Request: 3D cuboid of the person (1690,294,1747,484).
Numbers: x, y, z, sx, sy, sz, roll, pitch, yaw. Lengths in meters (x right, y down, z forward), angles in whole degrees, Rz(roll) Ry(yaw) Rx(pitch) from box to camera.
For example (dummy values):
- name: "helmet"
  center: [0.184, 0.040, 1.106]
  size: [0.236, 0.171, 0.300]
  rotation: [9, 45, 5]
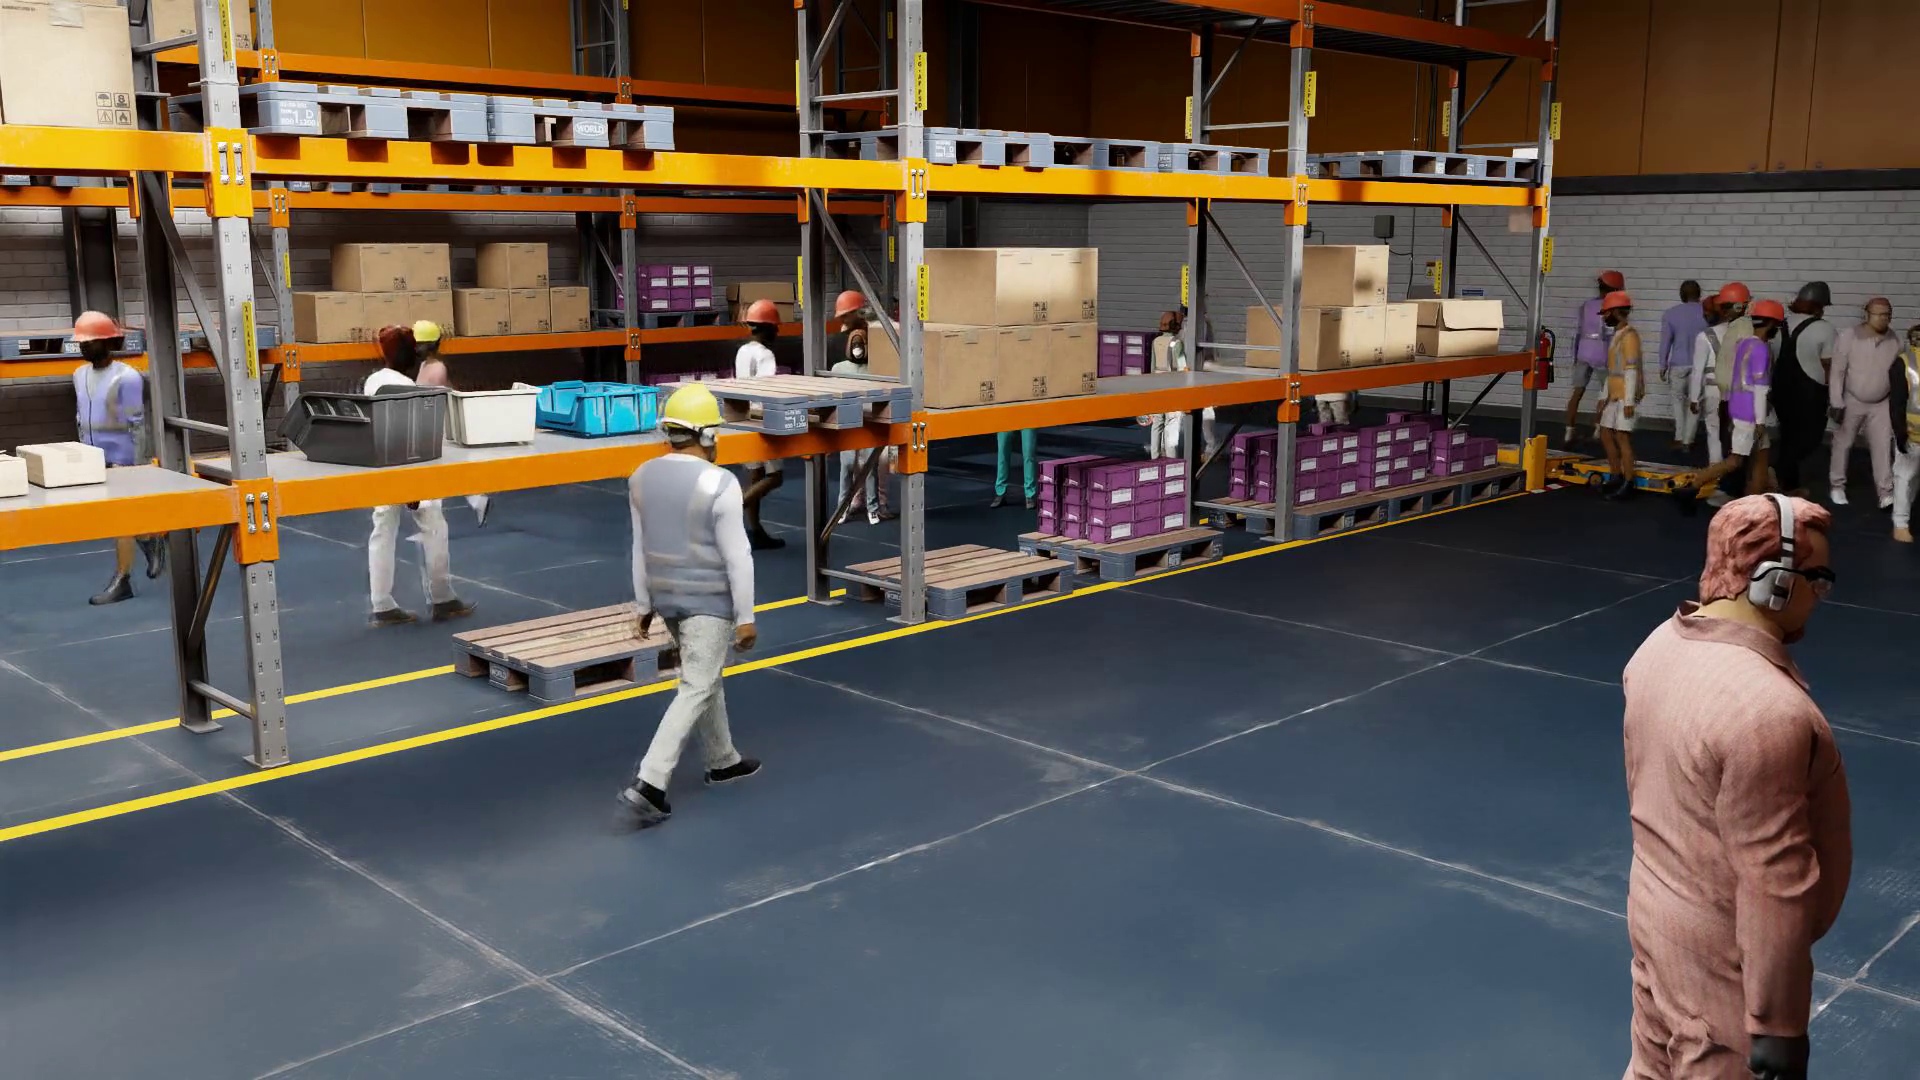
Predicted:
- name: "person"
  center: [7.138, -1.362, 15.596]
  size: [0.631, 1.867, 0.398]
  rotation: [-2, 11, -12]

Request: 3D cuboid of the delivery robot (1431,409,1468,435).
- name: "delivery robot"
  center: [5.077, -1.163, 17.786]
  size: [0.477, 0.478, 0.707]
  rotation: [-6, 12, -29]

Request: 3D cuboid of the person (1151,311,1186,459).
- name: "person"
  center: [2.134, -1.515, 17.006]
  size: [0.310, 1.638, 0.514]
  rotation: [-6, 12, -30]

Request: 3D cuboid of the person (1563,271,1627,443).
- name: "person"
  center: [7.372, -2.108, 19.282]
  size: [0.789, 1.995, 0.748]
  rotation: [-6, 12, -28]

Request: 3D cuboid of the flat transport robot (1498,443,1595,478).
- name: "flat transport robot"
  center: [5.715, -0.820, 16.947]
  size: [0.652, 0.197, 1.431]
  rotation: [-5, 12, -26]

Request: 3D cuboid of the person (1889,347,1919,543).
- name: "person"
  center: [7.453, -0.812, 12.772]
  size: [0.622, 1.786, 0.977]
  rotation: [3, 11, 14]

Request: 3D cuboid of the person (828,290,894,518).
- name: "person"
  center: [-0.794, -1.129, 14.062]
  size: [0.649, 1.958, 0.542]
  rotation: [2, 11, 11]

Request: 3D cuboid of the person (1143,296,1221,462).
- name: "person"
  center: [2.379, -1.727, 17.704]
  size: [0.900, 1.801, 0.648]
  rotation: [0, 10, 0]

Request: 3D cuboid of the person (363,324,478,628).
- name: "person"
  center: [-3.368, -0.404, 10.327]
  size: [0.603, 1.859, 0.782]
  rotation: [10, 14, 43]

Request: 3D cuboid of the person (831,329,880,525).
- name: "person"
  center: [-0.832, -0.938, 13.867]
  size: [0.498, 1.634, 0.284]
  rotation: [0, 10, 2]

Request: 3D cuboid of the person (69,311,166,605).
- name: "person"
  center: [-5.562, -0.563, 11.045]
  size: [0.551, 1.923, 0.677]
  rotation: [4, 11, 22]

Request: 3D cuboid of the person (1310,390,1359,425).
- name: "person"
  center: [3.632, -1.380, 16.301]
  size: [0.525, 1.619, 0.539]
  rotation: [10, 14, 43]

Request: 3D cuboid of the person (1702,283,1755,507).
- name: "person"
  center: [6.869, -1.286, 14.822]
  size: [0.423, 1.979, 0.660]
  rotation: [2, 11, 12]

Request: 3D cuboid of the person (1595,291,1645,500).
- name: "person"
  center: [6.038, -1.318, 15.256]
  size: [0.447, 1.902, 0.550]
  rotation: [1, 10, 8]

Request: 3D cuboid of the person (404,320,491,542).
- name: "person"
  center: [-4.085, -0.863, 13.127]
  size: [0.622, 1.749, 0.535]
  rotation: [-5, 11, -24]

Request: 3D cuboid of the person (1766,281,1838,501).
- name: "person"
  center: [7.506, -1.336, 14.927]
  size: [0.795, 2.000, 0.687]
  rotation: [-5, 11, -25]

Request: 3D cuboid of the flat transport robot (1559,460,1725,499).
- name: "flat transport robot"
  center: [6.488, -0.598, 15.734]
  size: [0.652, 0.197, 1.431]
  rotation: [-7, 13, -34]

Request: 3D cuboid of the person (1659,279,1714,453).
- name: "person"
  center: [8.169, -1.939, 18.558]
  size: [0.725, 1.911, 0.568]
  rotation: [4, 11, 20]

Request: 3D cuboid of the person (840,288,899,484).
- name: "person"
  center: [-0.833, -1.493, 16.152]
  size: [0.630, 1.920, 0.784]
  rotation: [2, 11, 13]

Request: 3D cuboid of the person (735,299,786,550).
- name: "person"
  center: [-1.577, -0.850, 12.589]
  size: [0.598, 1.923, 0.554]
  rotation: [-7, 12, -33]

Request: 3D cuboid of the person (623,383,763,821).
- name: "person"
  center: [-1.142, 0.248, 6.956]
  size: [0.600, 1.803, 0.869]
  rotation: [7, 13, 35]

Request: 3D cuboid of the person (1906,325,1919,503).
- name: "person"
  center: [8.531, -1.105, 14.819]
  size: [0.433, 1.623, 0.516]
  rotation: [-7, 13, -35]

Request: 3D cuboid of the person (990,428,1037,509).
- name: "person"
  center: [0.506, -1.147, 14.649]
  size: [0.524, 1.769, 0.314]
  rotation: [2, 11, 12]

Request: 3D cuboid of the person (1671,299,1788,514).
- name: "person"
  center: [6.490, -1.063, 13.895]
  size: [0.898, 1.896, 0.552]
  rotation: [3, 11, 18]

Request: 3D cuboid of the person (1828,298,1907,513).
- name: "person"
  center: [7.934, -1.175, 14.559]
  size: [0.661, 1.852, 0.996]
  rotation: [2, 11, 8]

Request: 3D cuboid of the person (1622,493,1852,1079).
- name: "person"
  center: [1.576, 0.847, 3.403]
  size: [0.410, 1.905, 0.640]
  rotation: [0, 10, 2]
